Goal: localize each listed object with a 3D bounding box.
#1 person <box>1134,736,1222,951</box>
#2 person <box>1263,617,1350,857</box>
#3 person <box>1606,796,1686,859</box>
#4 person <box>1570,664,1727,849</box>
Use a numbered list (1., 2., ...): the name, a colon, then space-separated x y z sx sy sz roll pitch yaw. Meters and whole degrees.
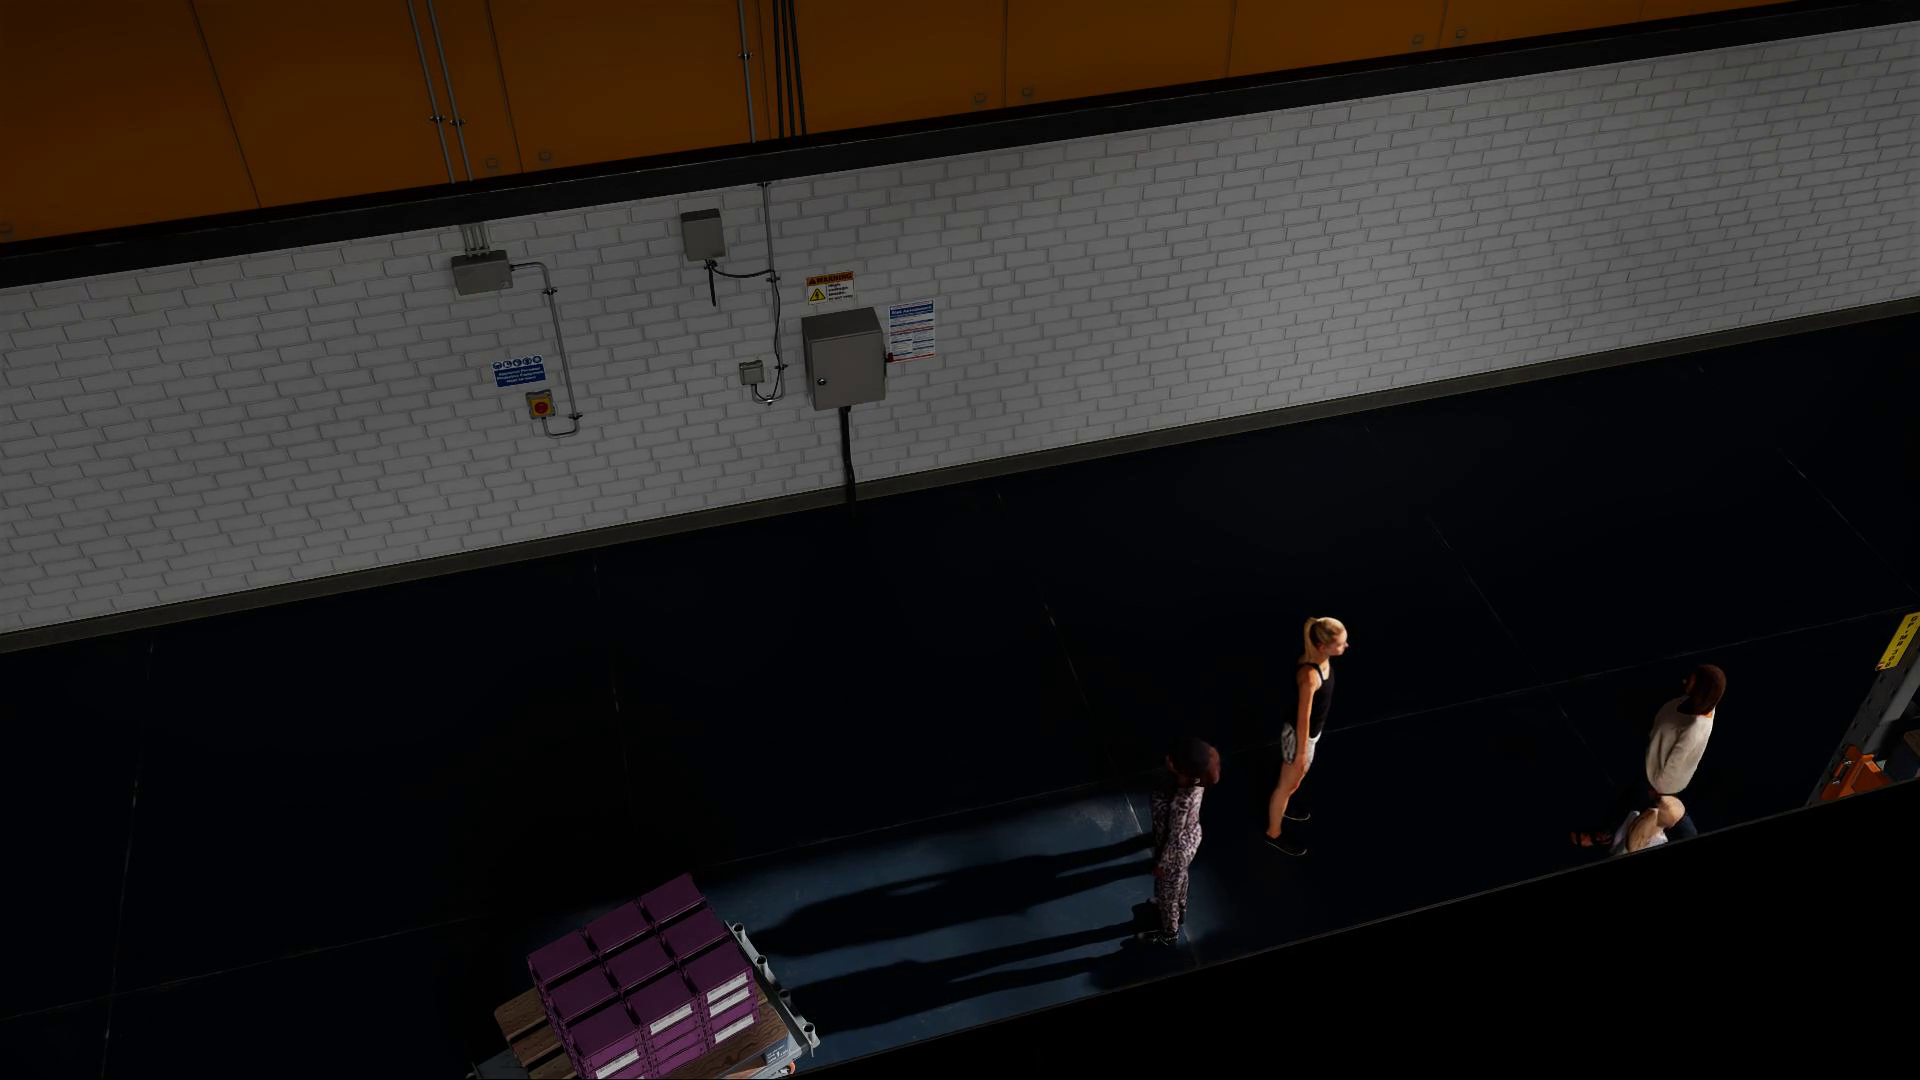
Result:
1. person: 1.179 1.658 9.105 0.747 1.714 0.673 16 46 16
2. person: 1.976 1.079 9.617 0.737 1.844 0.633 13 45 13
3. person: 3.653 1.871 9.218 0.697 1.247 0.916 -22 48 -21
4. person: 4.108 1.322 9.500 1.050 1.654 1.009 21 48 21
